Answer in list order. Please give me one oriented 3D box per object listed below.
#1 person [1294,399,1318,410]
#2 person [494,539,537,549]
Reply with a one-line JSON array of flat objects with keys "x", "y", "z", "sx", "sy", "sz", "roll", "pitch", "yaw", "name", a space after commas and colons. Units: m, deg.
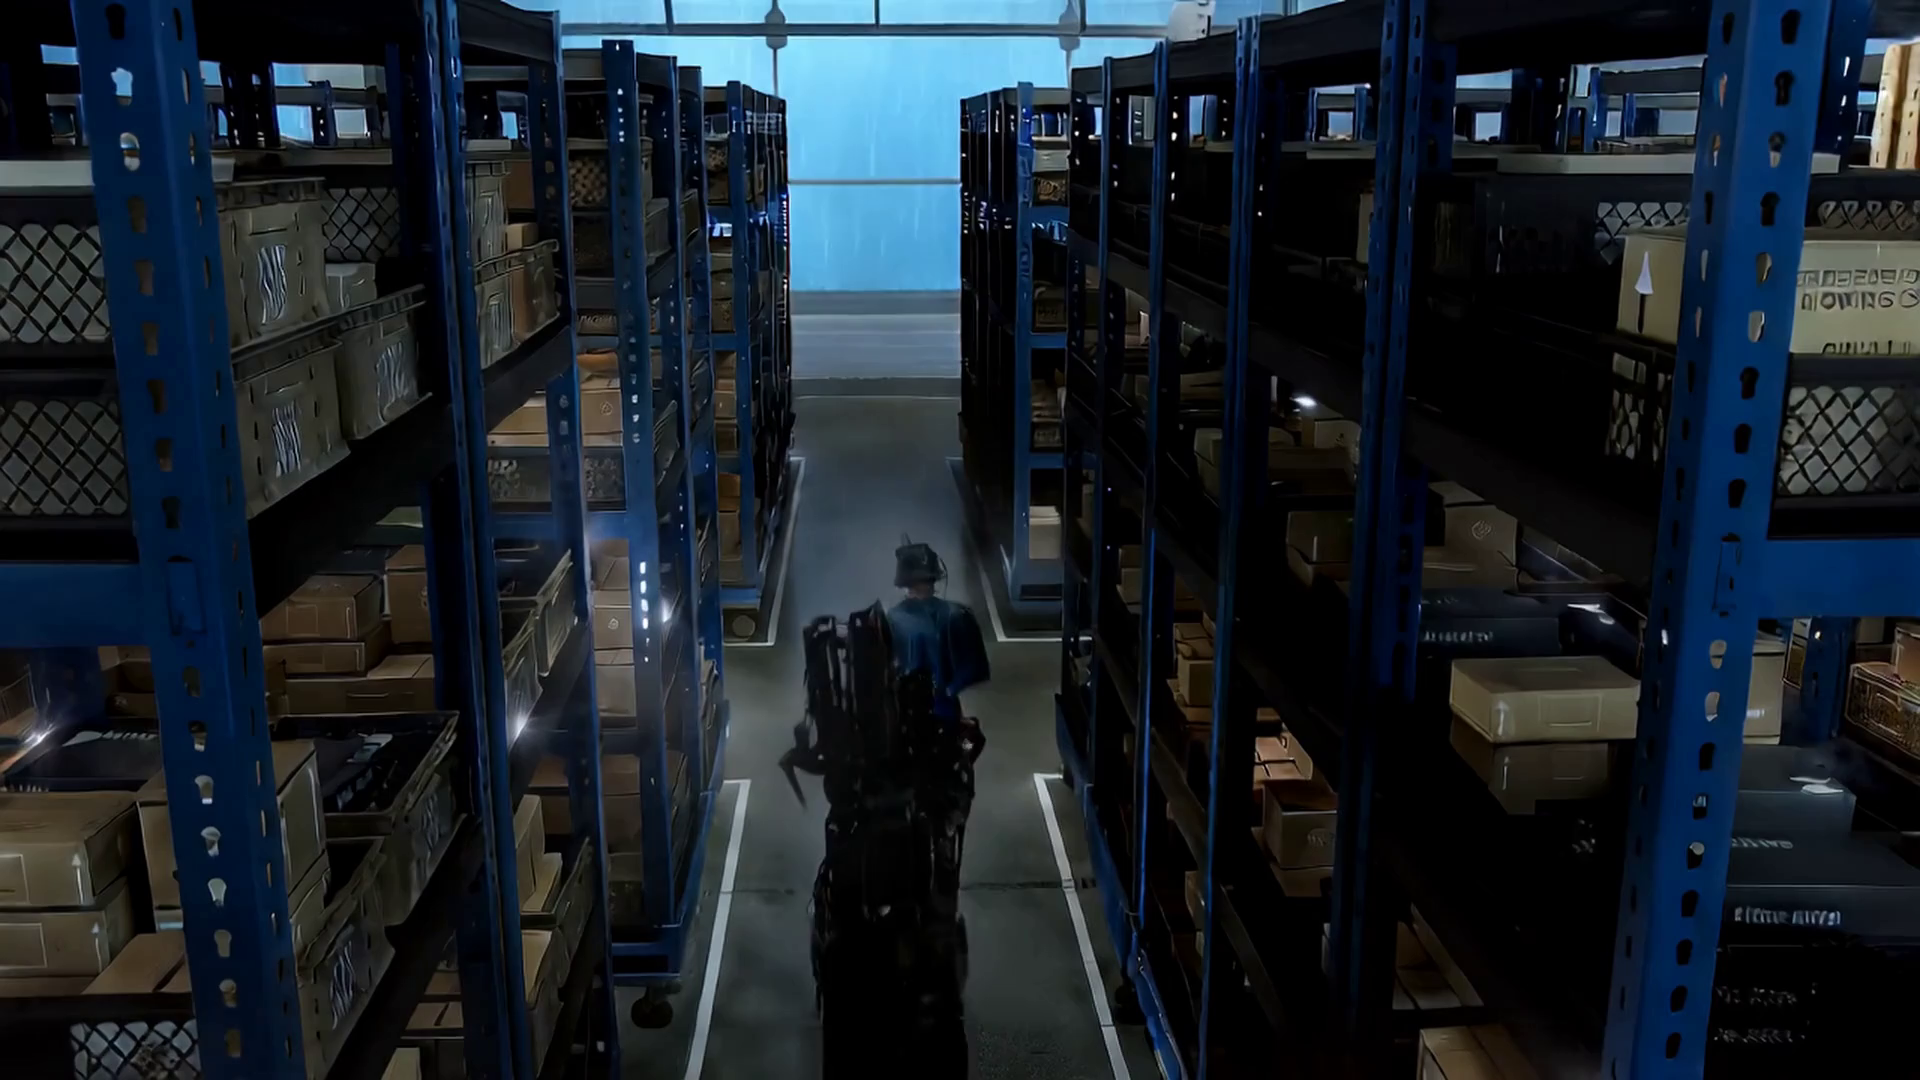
[{"x": 1.942, "y": 0.089, "z": 9.610, "sx": 0.603, "sy": 1.830, "sz": 0.404, "roll": -10, "pitch": 17, "yaw": -35, "name": "person"}, {"x": -2.313, "y": 0.268, "z": 8.551, "sx": 0.383, "sy": 1.996, "sz": 0.609, "roll": 6, "pitch": 15, "yaw": 23, "name": "person"}]
